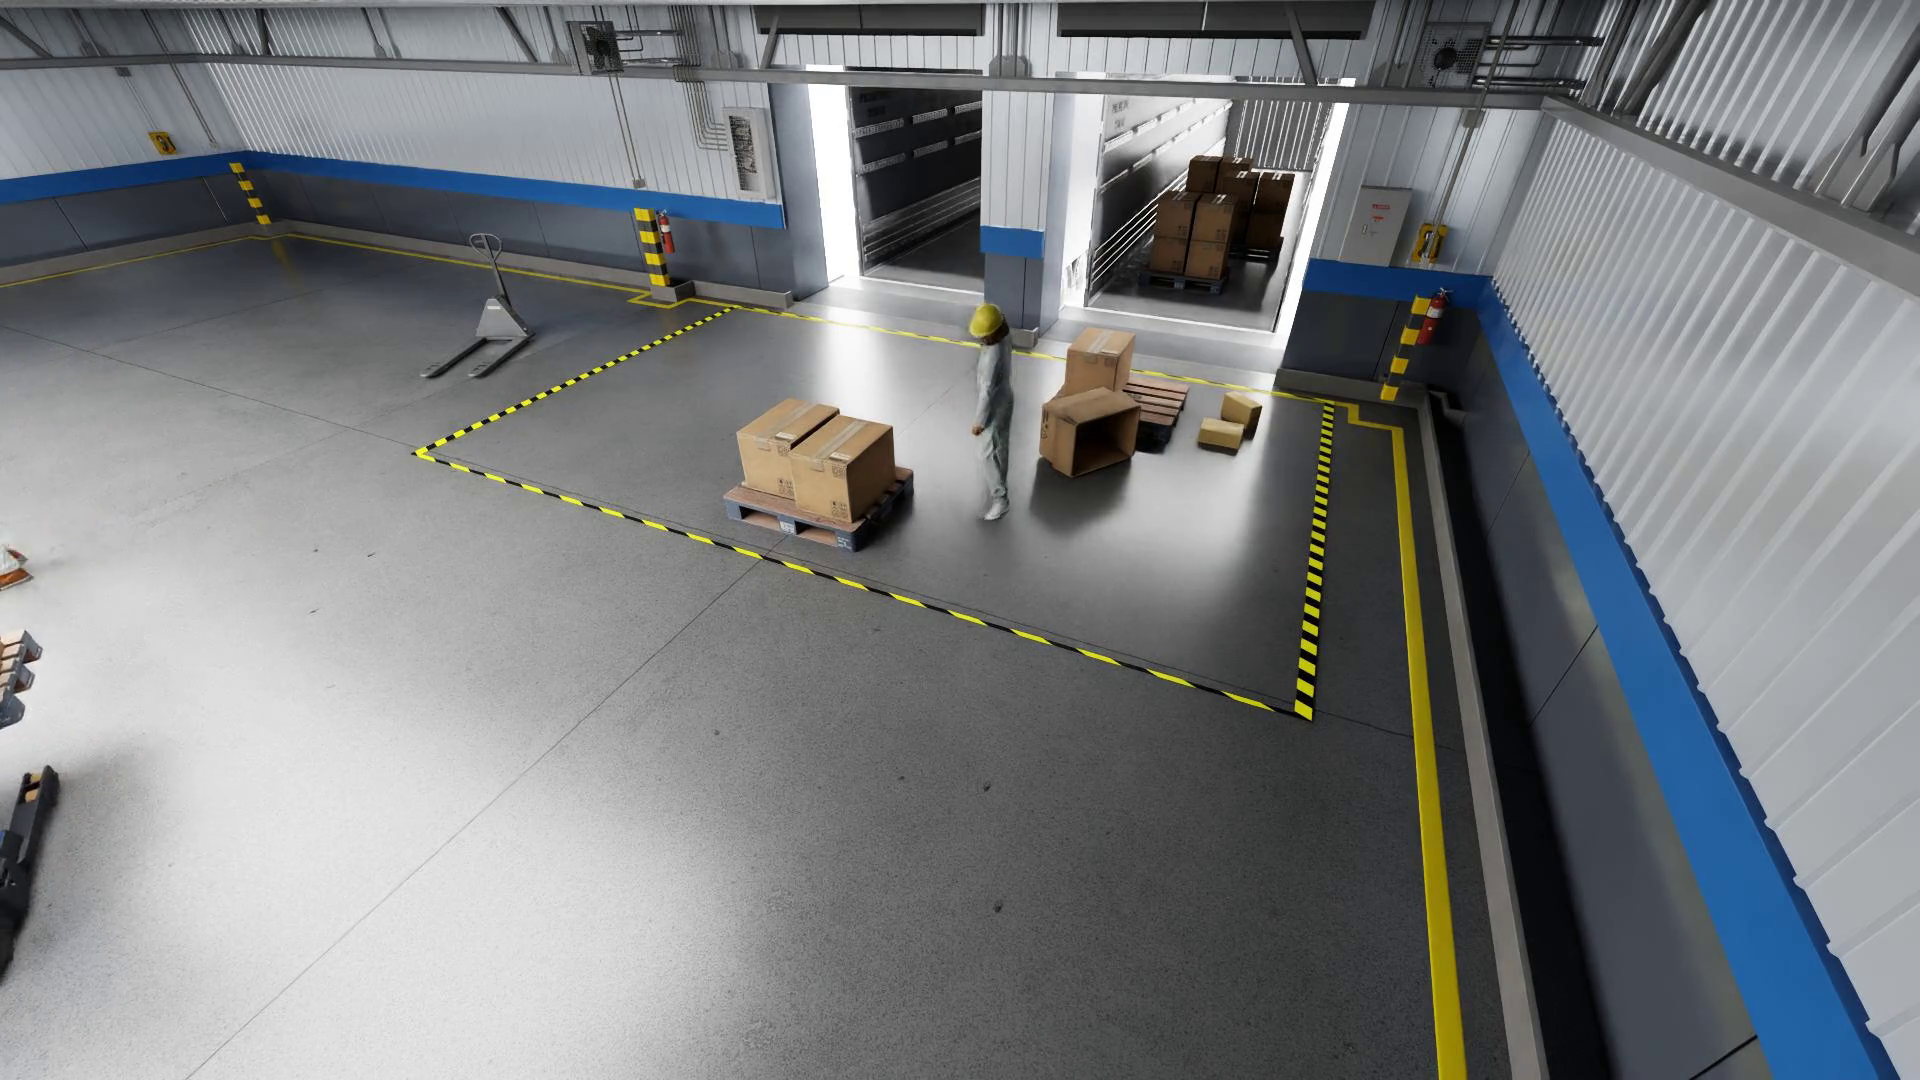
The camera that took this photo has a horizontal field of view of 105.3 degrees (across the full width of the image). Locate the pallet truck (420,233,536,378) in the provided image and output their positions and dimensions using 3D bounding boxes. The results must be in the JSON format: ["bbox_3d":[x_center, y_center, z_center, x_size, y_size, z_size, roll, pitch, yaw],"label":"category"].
[{"bbox_3d":[-5.664,-2.712,8.427,0.680,1.201,1.601,0,35,-1],"label":"pallet truck"}]

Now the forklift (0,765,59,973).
[{"bbox_3d":[-4.522,0.972,2.566,0.716,2.013,0.776,-25,43,-31],"label":"forklift"}]

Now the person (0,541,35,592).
[{"bbox_3d":[-6.781,-0.470,4.683,0.628,1.928,0.486,27,43,33],"label":"person"}]

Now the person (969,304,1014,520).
[{"bbox_3d":[0.262,-0.988,5.619,0.342,1.699,0.607,11,37,15],"label":"person"}]
